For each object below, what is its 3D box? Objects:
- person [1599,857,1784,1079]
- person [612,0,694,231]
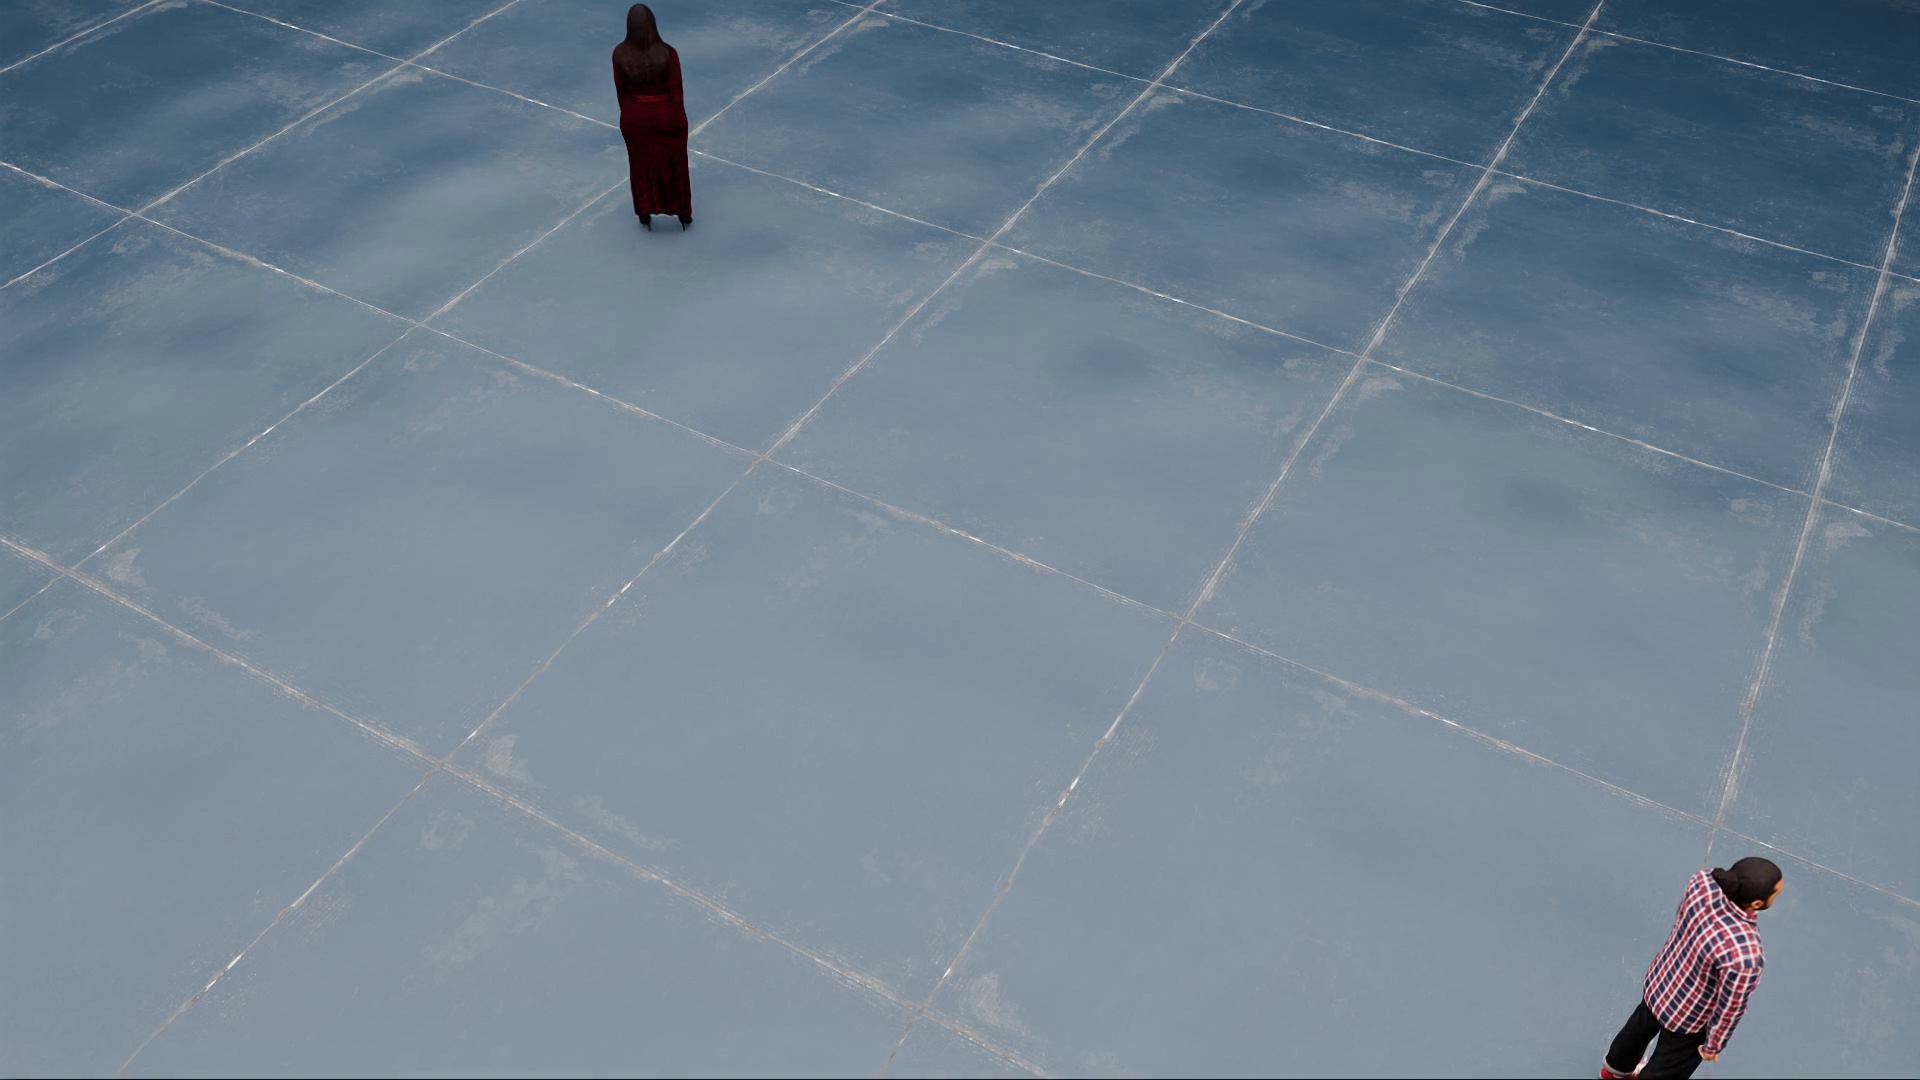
[{"bbox_3d":[3.008,1.866,6.864,0.835,1.759,0.740,-4,42,-4],"label":"person"},{"bbox_3d":[-2.277,-3.116,12.351,0.781,1.757,0.808,-1,42,-1],"label":"person"}]
